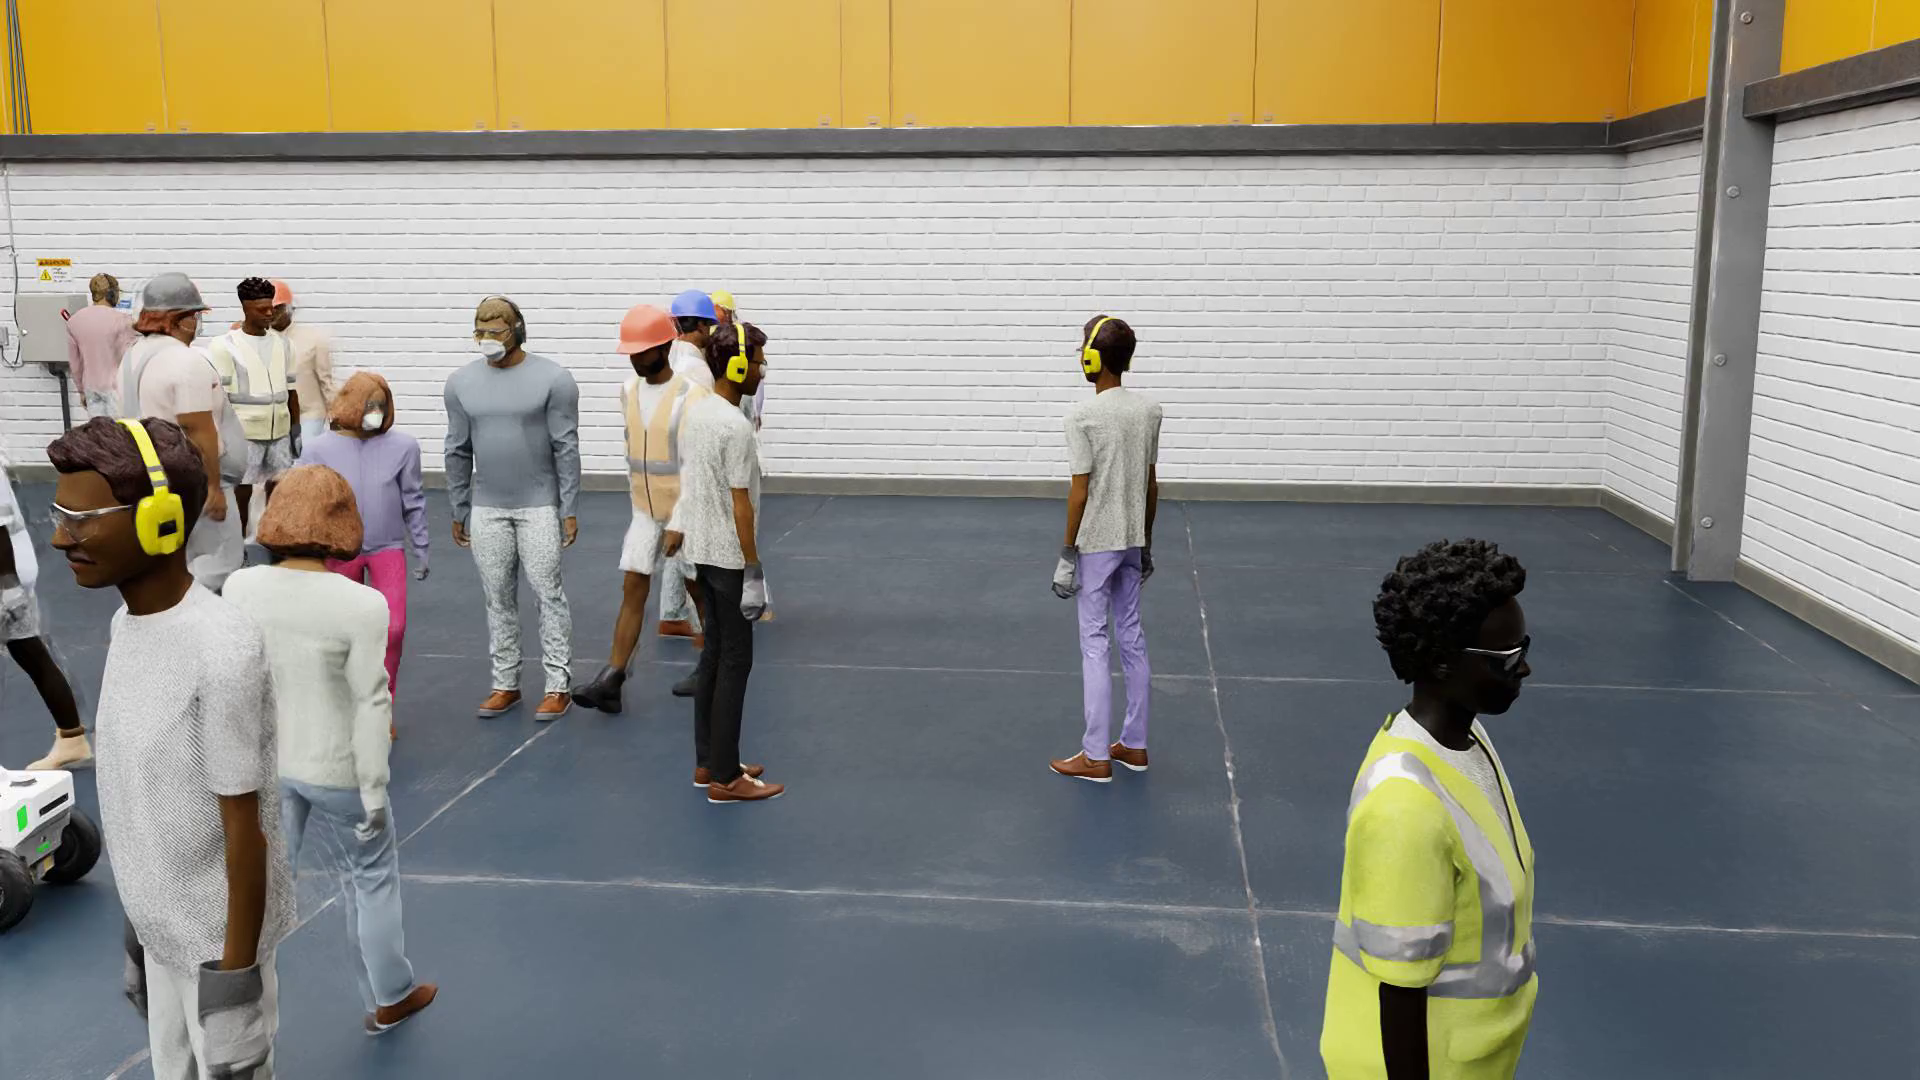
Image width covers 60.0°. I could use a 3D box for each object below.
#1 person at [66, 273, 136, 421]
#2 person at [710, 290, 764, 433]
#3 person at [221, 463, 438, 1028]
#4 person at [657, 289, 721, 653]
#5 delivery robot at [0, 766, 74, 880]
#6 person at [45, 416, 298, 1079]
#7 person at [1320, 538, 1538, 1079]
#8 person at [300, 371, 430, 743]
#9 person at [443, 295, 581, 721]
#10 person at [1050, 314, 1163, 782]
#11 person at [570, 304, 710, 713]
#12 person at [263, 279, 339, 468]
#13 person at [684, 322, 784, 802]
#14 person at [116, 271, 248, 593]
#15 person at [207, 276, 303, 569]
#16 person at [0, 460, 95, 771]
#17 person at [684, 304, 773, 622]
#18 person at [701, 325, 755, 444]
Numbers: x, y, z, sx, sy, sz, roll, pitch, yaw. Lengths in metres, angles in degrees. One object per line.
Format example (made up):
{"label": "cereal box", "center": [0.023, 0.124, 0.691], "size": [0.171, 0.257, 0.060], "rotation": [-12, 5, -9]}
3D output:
{"label": "person", "center": [-6.954, -1.205, 13.604], "size": [0.635, 1.937, 0.352], "rotation": [3, 10, 16]}
{"label": "person", "center": [-1.772, -0.971, 12.589], "size": [0.587, 1.826, 0.404], "rotation": [-4, 11, -22]}
{"label": "person", "center": [-1.676, 0.602, 4.245], "size": [0.495, 1.595, 0.830], "rotation": [2, 10, 11]}
{"label": "person", "center": [-1.442, -0.375, 8.910], "size": [0.423, 1.928, 0.634], "rotation": [-5, 11, -28]}
{"label": "delivery robot", "center": [-3.265, 0.881, 5.351], "size": [0.707, 0.478, 0.477], "rotation": [0, 10, 0]}
{"label": "person", "center": [-1.314, 0.714, 2.846], "size": [0.505, 1.864, 0.331], "rotation": [9, 14, 43]}
{"label": "person", "center": [0.737, 0.833, 2.627], "size": [0.315, 1.696, 0.541], "rotation": [4, 11, 22]}
{"label": "person", "center": [-2.557, 0.085, 7.135], "size": [0.569, 1.610, 0.538], "rotation": [-4, 11, -23]}
{"label": "person", "center": [-2.027, -0.139, 7.549], "size": [0.636, 1.928, 0.386], "rotation": [1, 10, 7]}
{"label": "person", "center": [0.585, 0.036, 6.688], "size": [0.508, 1.876, 0.329], "rotation": [-8, 13, -39]}
{"label": "person", "center": [-1.400, -0.135, 7.637], "size": [0.555, 1.879, 0.959], "rotation": [6, 11, 29]}
{"label": "person", "center": [-4.755, -0.897, 11.902], "size": [0.639, 1.941, 1.023], "rotation": [0, 10, 2]}
{"label": "person", "center": [-0.882, 0.093, 6.424], "size": [0.345, 1.857, 0.524], "rotation": [-6, 11, -29]}
{"label": "person", "center": [-3.853, -0.315, 8.215], "size": [0.698, 2.000, 0.645], "rotation": [8, 13, 40]}
{"label": "person", "center": [-4.501, -0.704, 10.685], "size": [0.373, 1.959, 0.605], "rotation": [7, 12, 34]}
{"label": "person", "center": [-3.880, 0.175, 6.508], "size": [0.824, 1.638, 0.539], "rotation": [-7, 12, -35]}
{"label": "person", "center": [-1.382, -0.436, 9.609], "size": [0.780, 1.838, 0.627], "rotation": [3, 10, 19]}
{"label": "person", "center": [-1.339, -0.339, 9.273], "size": [0.435, 1.723, 0.518], "rotation": [6, 12, 33]}
